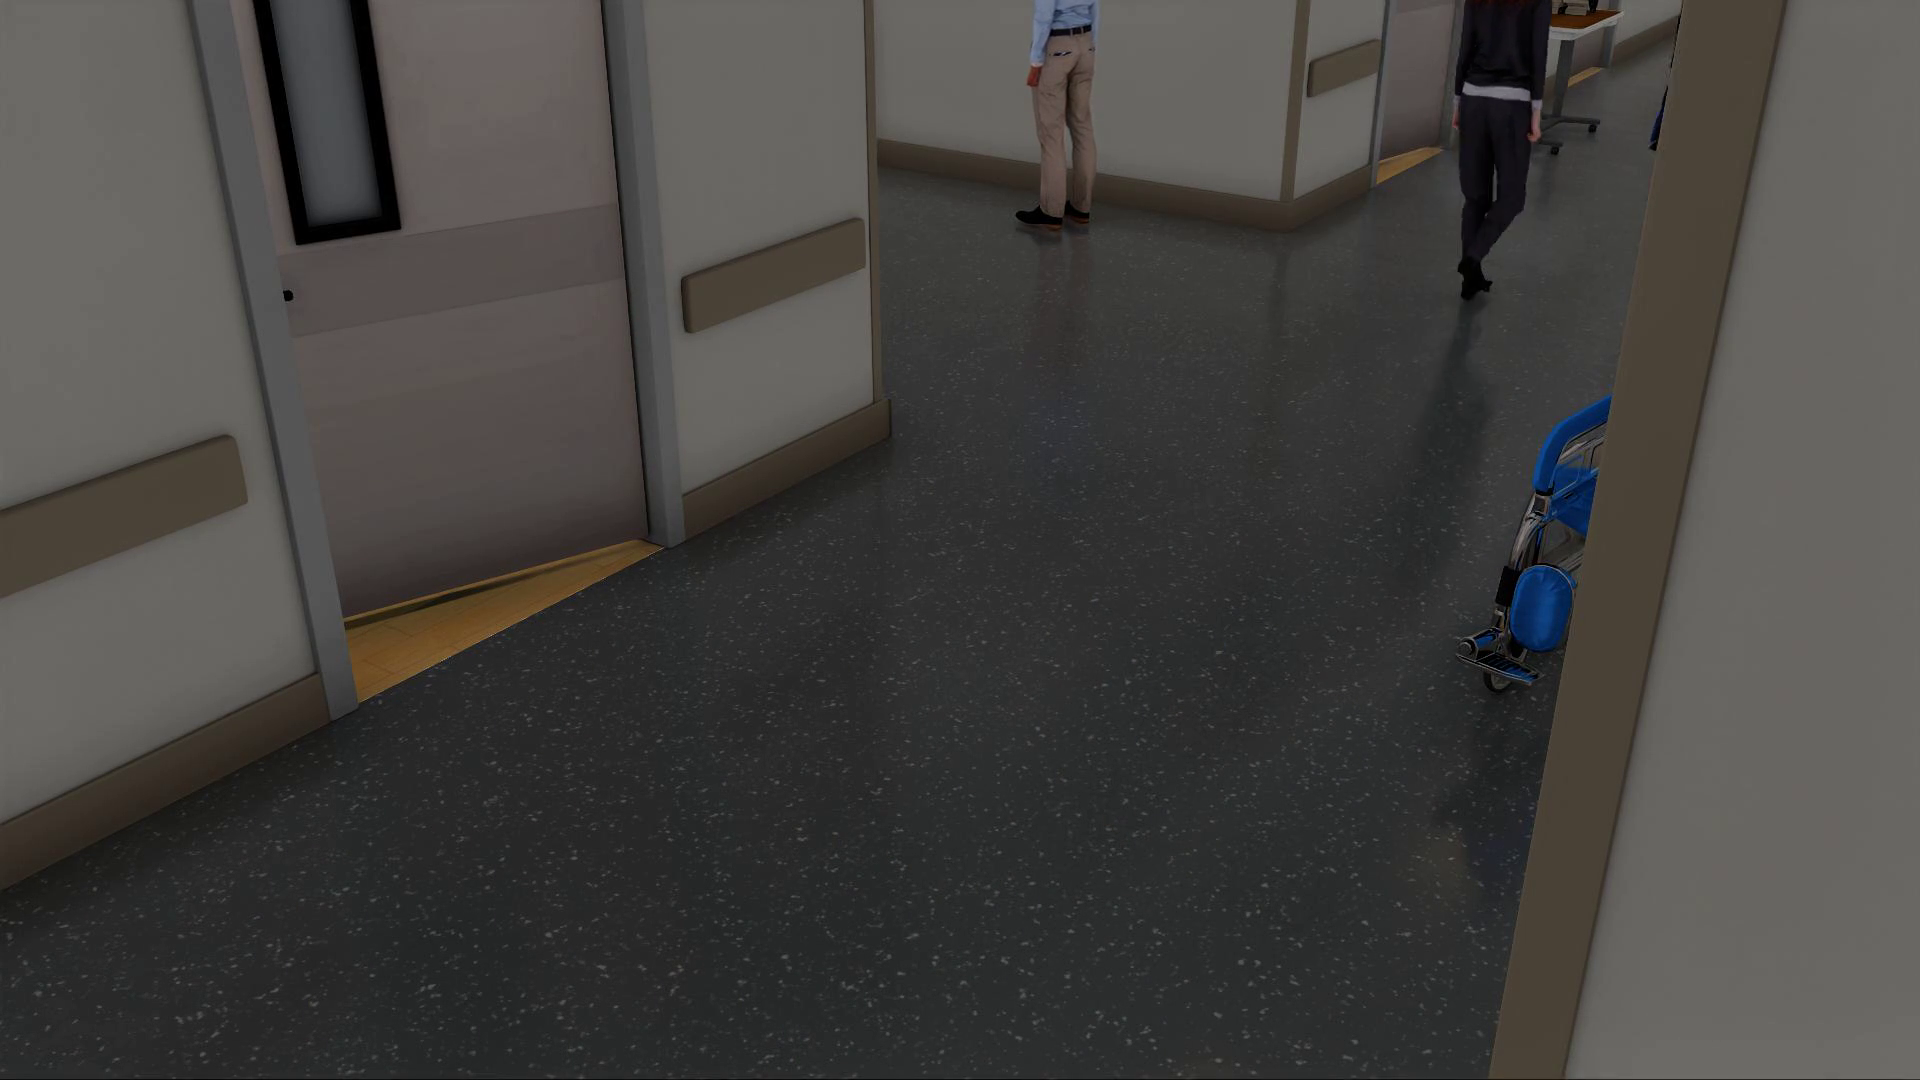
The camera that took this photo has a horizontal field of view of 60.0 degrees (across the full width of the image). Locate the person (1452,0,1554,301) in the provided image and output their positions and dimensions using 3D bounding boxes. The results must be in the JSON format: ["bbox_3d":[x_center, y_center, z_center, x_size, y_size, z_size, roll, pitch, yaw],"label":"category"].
[{"bbox_3d":[2.440,-1.944,7.675,0.638,1.773,0.712,22,33,38],"label":"person"}]

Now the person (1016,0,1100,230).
[{"bbox_3d":[0.553,-2.621,8.996,0.604,1.845,0.761,-21,33,-37],"label":"person"}]
